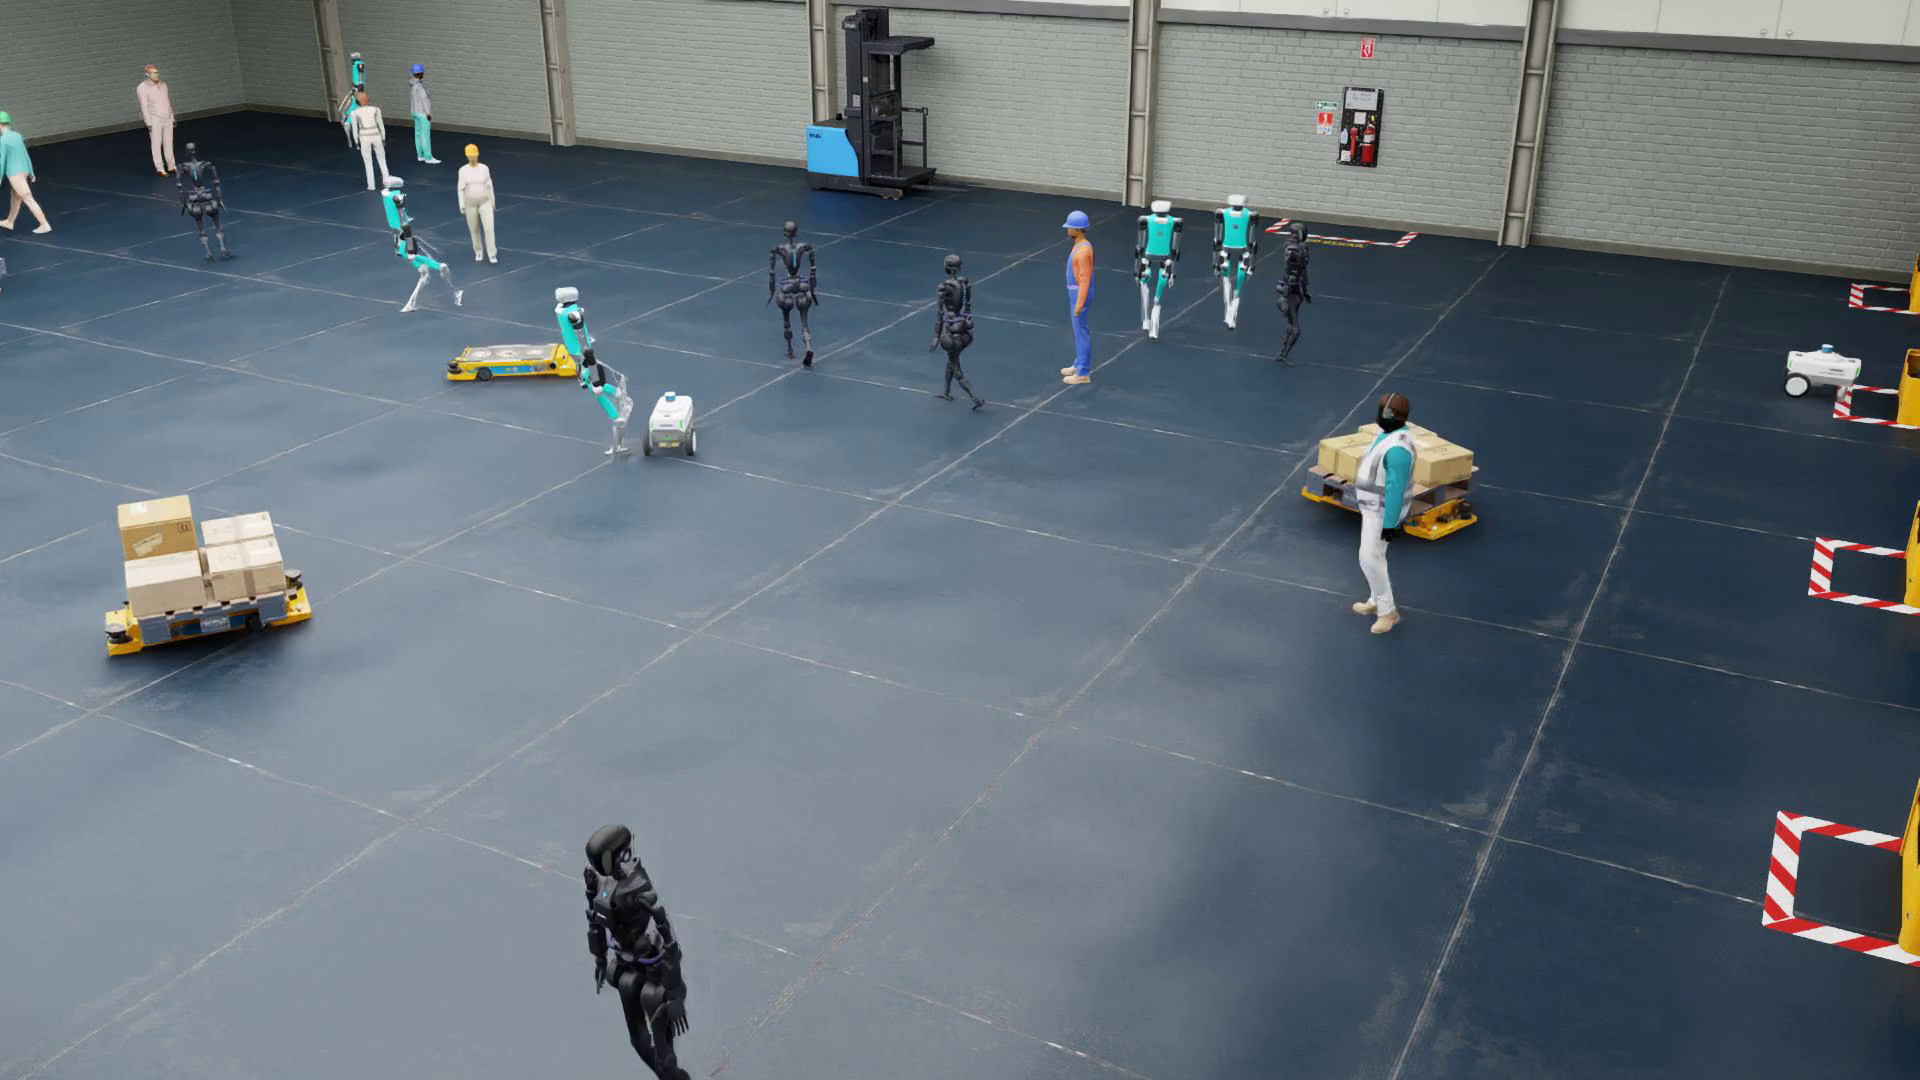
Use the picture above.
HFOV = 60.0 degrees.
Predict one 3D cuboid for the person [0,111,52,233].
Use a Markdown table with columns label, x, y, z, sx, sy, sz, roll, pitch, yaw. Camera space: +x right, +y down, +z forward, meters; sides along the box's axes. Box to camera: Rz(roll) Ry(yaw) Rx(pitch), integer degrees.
| label | x | y | z | sx | sy | sz | roll | pitch | yaw |
| --- | --- | --- | --- | --- | --- | --- | --- | --- | --- |
| person | -14.294 | -5.532 | 25.067 | 0.952 | 1.818 | 0.545 | 2 | 23 | 4 |

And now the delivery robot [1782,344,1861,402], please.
| label | x | y | z | sx | sy | sz | roll | pitch | yaw |
| --- | --- | --- | --- | --- | --- | --- | --- | --- | --- |
| delivery robot | 9.314 | -1.814 | 18.047 | 0.785 | 0.613 | 0.525 | 10 | 25 | 23 |

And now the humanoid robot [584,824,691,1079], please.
| label | x | y | z | sx | sy | sz | roll | pitch | yaw |
| --- | --- | --- | --- | --- | --- | --- | --- | --- | --- |
| humanoid robot | -1.474 | 2.005 | 7.722 | 0.612 | 1.631 | 0.400 | 16 | 28 | 33 |

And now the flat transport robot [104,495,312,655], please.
| label | x | y | z | sx | sy | sz | roll | pitch | yaw |
| --- | --- | --- | --- | --- | --- | --- | --- | --- | --- |
| flat transport robot | -5.800 | 0.567 | 12.843 | 1.431 | 0.231 | 0.659 | -11 | 26 | -24 |

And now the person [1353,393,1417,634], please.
| label | x | y | z | sx | sy | sz | roll | pitch | yaw |
| --- | --- | --- | --- | --- | --- | --- | --- | --- | --- |
| person | 3.234 | -0.219 | 12.743 | 0.429 | 1.805 | 0.732 | 3 | 23 | 7 |

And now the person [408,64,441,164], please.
| label | x | y | z | sx | sy | sz | roll | pitch | yaw |
| --- | --- | --- | --- | --- | --- | --- | --- | --- | --- |
| person | -9.832 | -7.783 | 30.373 | 0.356 | 1.778 | 0.533 | -18 | 29 | -36 |

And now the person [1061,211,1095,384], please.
| label | x | y | z | sx | sy | sz | roll | pitch | yaw |
| --- | --- | --- | --- | --- | --- | --- | --- | --- | --- |
| person | 1.299 | -2.669 | 18.300 | 0.373 | 1.906 | 0.531 | 0 | 23 | 0 |

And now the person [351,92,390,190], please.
| label | x | y | z | sx | sy | sz | roll | pitch | yaw |
| --- | --- | --- | --- | --- | --- | --- | --- | --- | --- |
| person | -9.979 | -6.747 | 28.146 | 0.519 | 1.625 | 0.318 | -13 | 26 | -27 |

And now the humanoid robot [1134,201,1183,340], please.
| label | x | y | z | sx | sy | sz | roll | pitch | yaw |
| --- | --- | --- | --- | --- | --- | --- | --- | --- | --- |
| humanoid robot | 2.328 | -3.241 | 19.848 | 0.537 | 1.716 | 1.020 | 1 | 23 | 2 |

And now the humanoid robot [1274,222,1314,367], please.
| label | x | y | z | sx | sy | sz | roll | pitch | yaw |
| --- | --- | --- | --- | --- | --- | --- | --- | --- | --- |
| humanoid robot | 3.789 | -2.797 | 18.897 | 0.363 | 1.649 | 0.593 | 16 | 28 | 32 |

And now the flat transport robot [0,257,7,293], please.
| label | x | y | z | sx | sy | sz | roll | pitch | yaw |
| --- | --- | --- | --- | --- | --- | --- | --- | --- | --- |
| flat transport robot | -13.430 | -3.365 | 21.996 | 1.431 | 0.231 | 0.659 | 14 | 27 | 29 |

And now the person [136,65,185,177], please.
| label | x | y | z | sx | sy | sz | roll | pitch | yaw |
| --- | --- | --- | --- | --- | --- | --- | --- | --- | --- |
| person | -14.056 | -7.371 | 29.248 | 0.410 | 1.909 | 0.639 | 9 | 25 | 19 |

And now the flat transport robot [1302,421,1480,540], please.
| label | x | y | z | sx | sy | sz | roll | pitch | yaw |
| --- | --- | --- | --- | --- | --- | --- | --- | --- | --- |
| flat transport robot | 3.862 | -0.357 | 14.993 | 0.659 | 0.231 | 1.431 | -19 | 30 | -37 |

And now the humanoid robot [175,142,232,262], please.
| label | x | y | z | sx | sy | sz | roll | pitch | yaw |
| --- | --- | --- | --- | --- | --- | --- | --- | --- | --- |
| humanoid robot | -10.725 | -4.778 | 23.520 | 0.594 | 1.641 | 0.375 | -9 | 25 | -19 |

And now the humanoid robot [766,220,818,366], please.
| label | x | y | z | sx | sy | sz | roll | pitch | yaw |
| --- | --- | --- | --- | --- | --- | --- | --- | --- | --- |
| humanoid robot | -1.893 | -2.820 | 18.982 | 0.600 | 1.633 | 0.696 | -8 | 25 | -18 |

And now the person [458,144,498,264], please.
| label | x | y | z | sx | sy | sz | roll | pitch | yaw |
| --- | --- | --- | --- | --- | --- | --- | --- | --- | --- |
| person | -6.757 | -4.684 | 23.305 | 0.477 | 1.663 | 0.843 | -7 | 24 | -15 |

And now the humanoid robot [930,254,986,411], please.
| label | x | y | z | sx | sy | sz | roll | pitch | yaw |
| --- | --- | --- | --- | --- | --- | --- | --- | --- | --- |
| humanoid robot | -0.013 | -2.183 | 17.541 | 0.767 | 1.647 | 0.602 | 17 | 28 | 34 |

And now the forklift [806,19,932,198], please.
| label | x | y | z | sx | sy | sz | roll | pitch | yaw |
| --- | --- | --- | --- | --- | --- | --- | --- | --- | --- |
| forklift | -1.573 | -7.292 | 27.850 | 1.873 | 2.768 | 1.129 | 12 | 26 | 25 |

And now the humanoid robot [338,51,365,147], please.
| label | x | y | z | sx | sy | sz | roll | pitch | yaw |
| --- | --- | --- | --- | --- | --- | --- | --- | --- | --- |
| humanoid robot | -11.771 | -8.414 | 32.002 | 0.797 | 1.870 | 0.540 | -12 | 26 | -26 |

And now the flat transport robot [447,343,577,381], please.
| label | x | y | z | sx | sy | sz | roll | pitch | yaw |
| --- | --- | --- | --- | --- | --- | --- | --- | --- | --- |
| flat transport robot | -5.041 | -2.020 | 18.865 | 1.431 | 0.231 | 0.659 | -3 | 23 | -7 |

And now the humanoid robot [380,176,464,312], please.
| label | x | y | z | sx | sy | sz | roll | pitch | yaw |
| --- | --- | --- | --- | --- | --- | --- | --- | --- | --- |
| humanoid robot | -6.765 | -3.760 | 21.074 | 0.959 | 1.778 | 0.558 | -17 | 29 | -35 |

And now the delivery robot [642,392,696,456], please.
| label | x | y | z | sx | sy | sz | roll | pitch | yaw |
| --- | --- | --- | --- | --- | --- | --- | --- | --- | --- |
| delivery robot | -2.863 | -1.175 | 16.525 | 0.499 | 0.586 | 0.765 | 0 | 23 | -1 |

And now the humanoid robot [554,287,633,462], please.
| label | x | y | z | sx | sy | sz | roll | pitch | yaw |
| --- | --- | --- | --- | --- | --- | --- | --- | --- | --- |
| humanoid robot | -3.430 | -1.550 | 16.057 | 0.816 | 1.872 | 0.544 | -14 | 27 | -29 |

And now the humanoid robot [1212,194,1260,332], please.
| label | x | y | z | sx | sy | sz | roll | pitch | yaw |
| --- | --- | --- | --- | --- | --- | --- | --- | --- | --- |
| humanoid robot | 3.338 | -3.365 | 20.131 | 0.553 | 1.723 | 1.003 | 6 | 24 | 14 |
